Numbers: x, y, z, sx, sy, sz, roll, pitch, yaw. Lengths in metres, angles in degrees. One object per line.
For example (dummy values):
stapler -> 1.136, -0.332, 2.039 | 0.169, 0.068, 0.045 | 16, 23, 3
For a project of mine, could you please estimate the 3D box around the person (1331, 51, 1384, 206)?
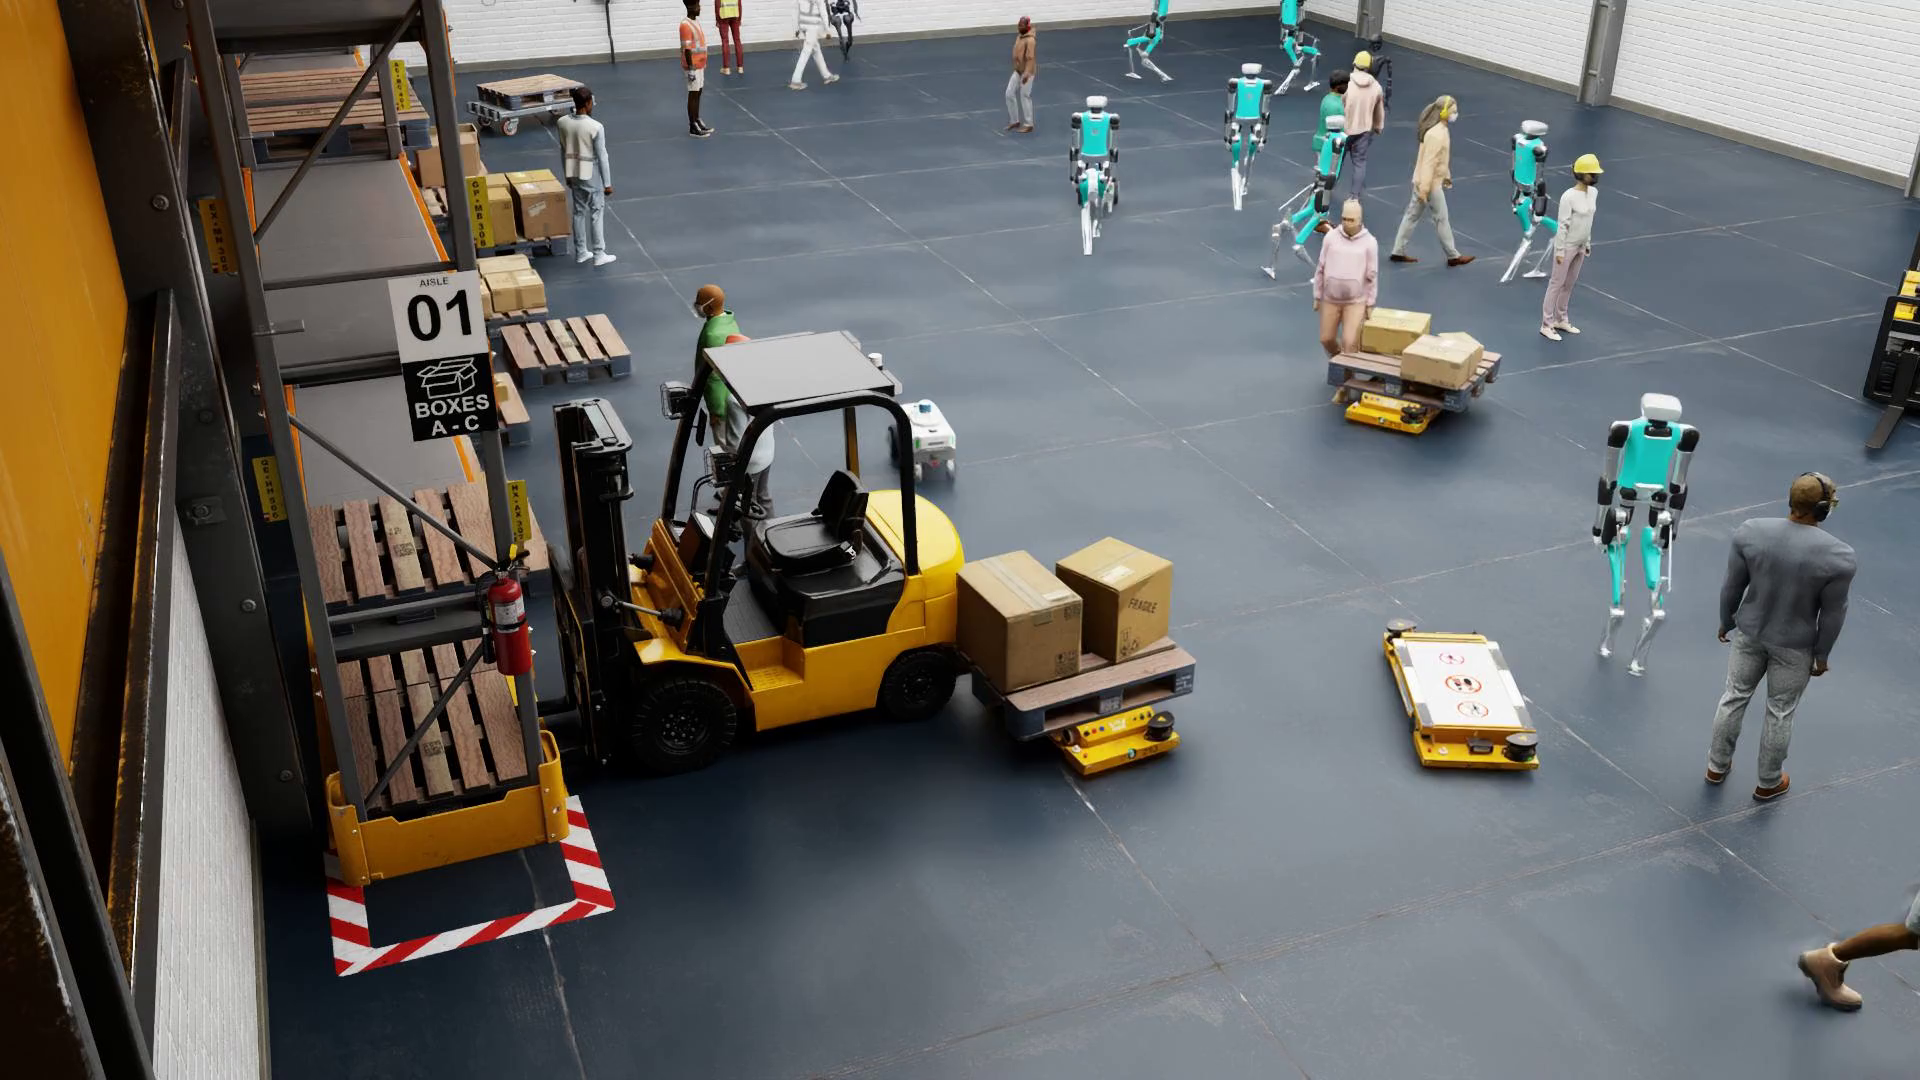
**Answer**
person -> 4.759, -5.006, 20.220 | 0.831, 1.803, 0.982 | -4, 27, -8

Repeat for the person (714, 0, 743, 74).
person -> -3.805, -8.586, 27.394 | 0.476, 1.767, 0.359 | -12, 29, -23

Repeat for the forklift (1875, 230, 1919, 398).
forklift -> 9.029, -2.397, 14.618 | 1.214, 2.155, 2.313 | 18, 32, 32

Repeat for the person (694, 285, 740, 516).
person -> -1.764, -1.040, 12.388 | 0.390, 1.778, 0.534 | -1, 27, -1

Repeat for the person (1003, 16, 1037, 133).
person -> 0.827, -6.587, 23.561 | 0.528, 1.628, 0.494 | -13, 30, -24

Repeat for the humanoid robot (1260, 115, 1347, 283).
humanoid robot -> 3.531, -3.561, 17.477 | 0.923, 1.776, 0.564 | 1, 27, 2

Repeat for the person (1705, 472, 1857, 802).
person -> 4.444, 0.530, 9.080 | 0.627, 1.937, 0.377 | 22, 34, 37

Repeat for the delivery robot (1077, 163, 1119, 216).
delivery robot -> 1.682, -4.270, 20.148 | 0.499, 0.581, 0.767 | 1, 27, 2

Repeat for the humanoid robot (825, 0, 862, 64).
humanoid robot -> -2.004, -8.961, 28.285 | 0.633, 1.638, 0.554 | -5, 27, -10

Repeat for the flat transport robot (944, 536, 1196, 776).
flat transport robot -> 0.660, 0.929, 10.139 | 0.659, 0.231, 1.431 | -13, 29, -24

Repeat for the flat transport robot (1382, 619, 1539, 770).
flat transport robot -> 3.029, 0.928, 10.141 | 0.659, 0.231, 1.431 | 2, 27, 3

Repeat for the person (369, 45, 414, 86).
person -> -8.929, -7.736, 25.634 | 0.688, 1.825, 0.579 | 1, 27, 1

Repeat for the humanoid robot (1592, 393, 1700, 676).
humanoid robot -> 4.235, 0.034, 10.291 | 0.548, 1.781, 0.784 | 2, 27, 5

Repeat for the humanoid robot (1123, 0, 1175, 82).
humanoid robot -> 2.986, -8.154, 26.603 | 1.040, 1.736, 0.558 | 12, 29, 23

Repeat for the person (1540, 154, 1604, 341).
person -> 5.857, -2.800, 15.886 | 0.524, 1.772, 0.304 | -20, 33, -35

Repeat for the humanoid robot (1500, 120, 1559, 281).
humanoid robot -> 6.082, -3.504, 17.339 | 0.810, 1.772, 0.564 | -8, 28, -15

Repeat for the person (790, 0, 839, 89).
person -> -2.357, -8.123, 26.415 | 1.000, 1.826, 0.582 | -21, 34, -36

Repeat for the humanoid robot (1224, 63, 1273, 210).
humanoid robot -> 3.471, -4.968, 20.261 | 0.543, 1.773, 0.931 | 3, 27, 6

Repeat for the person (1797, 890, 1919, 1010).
person -> 4.412, 1.395, 7.300 | 0.596, 1.992, 1.033 | -22, 34, -37

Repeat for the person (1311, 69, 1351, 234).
person -> 4.234, -4.460, 19.103 | 0.397, 1.848, 0.491 | 3, 27, 6

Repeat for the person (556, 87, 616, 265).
person -> -4.032, -3.914, 17.954 | 0.595, 1.908, 0.408 | 12, 29, 22

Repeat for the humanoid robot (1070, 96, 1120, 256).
humanoid robot -> 1.488, -4.127, 18.605 | 0.532, 1.805, 0.923 | 2, 27, 3

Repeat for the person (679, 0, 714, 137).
person -> -3.728, -6.689, 23.405 | 0.361, 1.964, 0.612 | 2, 27, 4

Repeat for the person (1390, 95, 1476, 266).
person -> 5.174, -3.848, 17.899 | 0.928, 1.830, 0.566 | 4, 27, 8

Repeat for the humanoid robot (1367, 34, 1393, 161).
humanoid robot -> 5.485, -5.904, 22.167 | 0.599, 1.642, 0.606 | 18, 32, 31

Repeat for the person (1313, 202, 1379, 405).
person -> 3.376, -2.122, 14.547 | 0.564, 1.760, 0.635 | 12, 29, 22

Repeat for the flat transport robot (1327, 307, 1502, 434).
flat transport robot -> 3.954, -1.299, 14.572 | 0.659, 0.231, 1.431 | 17, 31, 30

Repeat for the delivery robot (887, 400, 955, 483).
delivery robot -> -0.282, -0.828, 13.334 | 0.499, 0.612, 0.814 | -7, 27, -13

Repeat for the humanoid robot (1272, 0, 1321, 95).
humanoid robot -> 5.360, -7.812, 25.953 | 1.032, 1.776, 0.540 | -13, 30, -25

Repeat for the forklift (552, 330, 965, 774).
forklift -> -1.094, 0.010, 9.831 | 2.313, 2.155, 1.214 | -10, 28, -20

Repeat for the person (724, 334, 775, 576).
person -> -1.472, -0.588, 11.521 | 0.347, 1.739, 0.571 | 8, 28, 15
